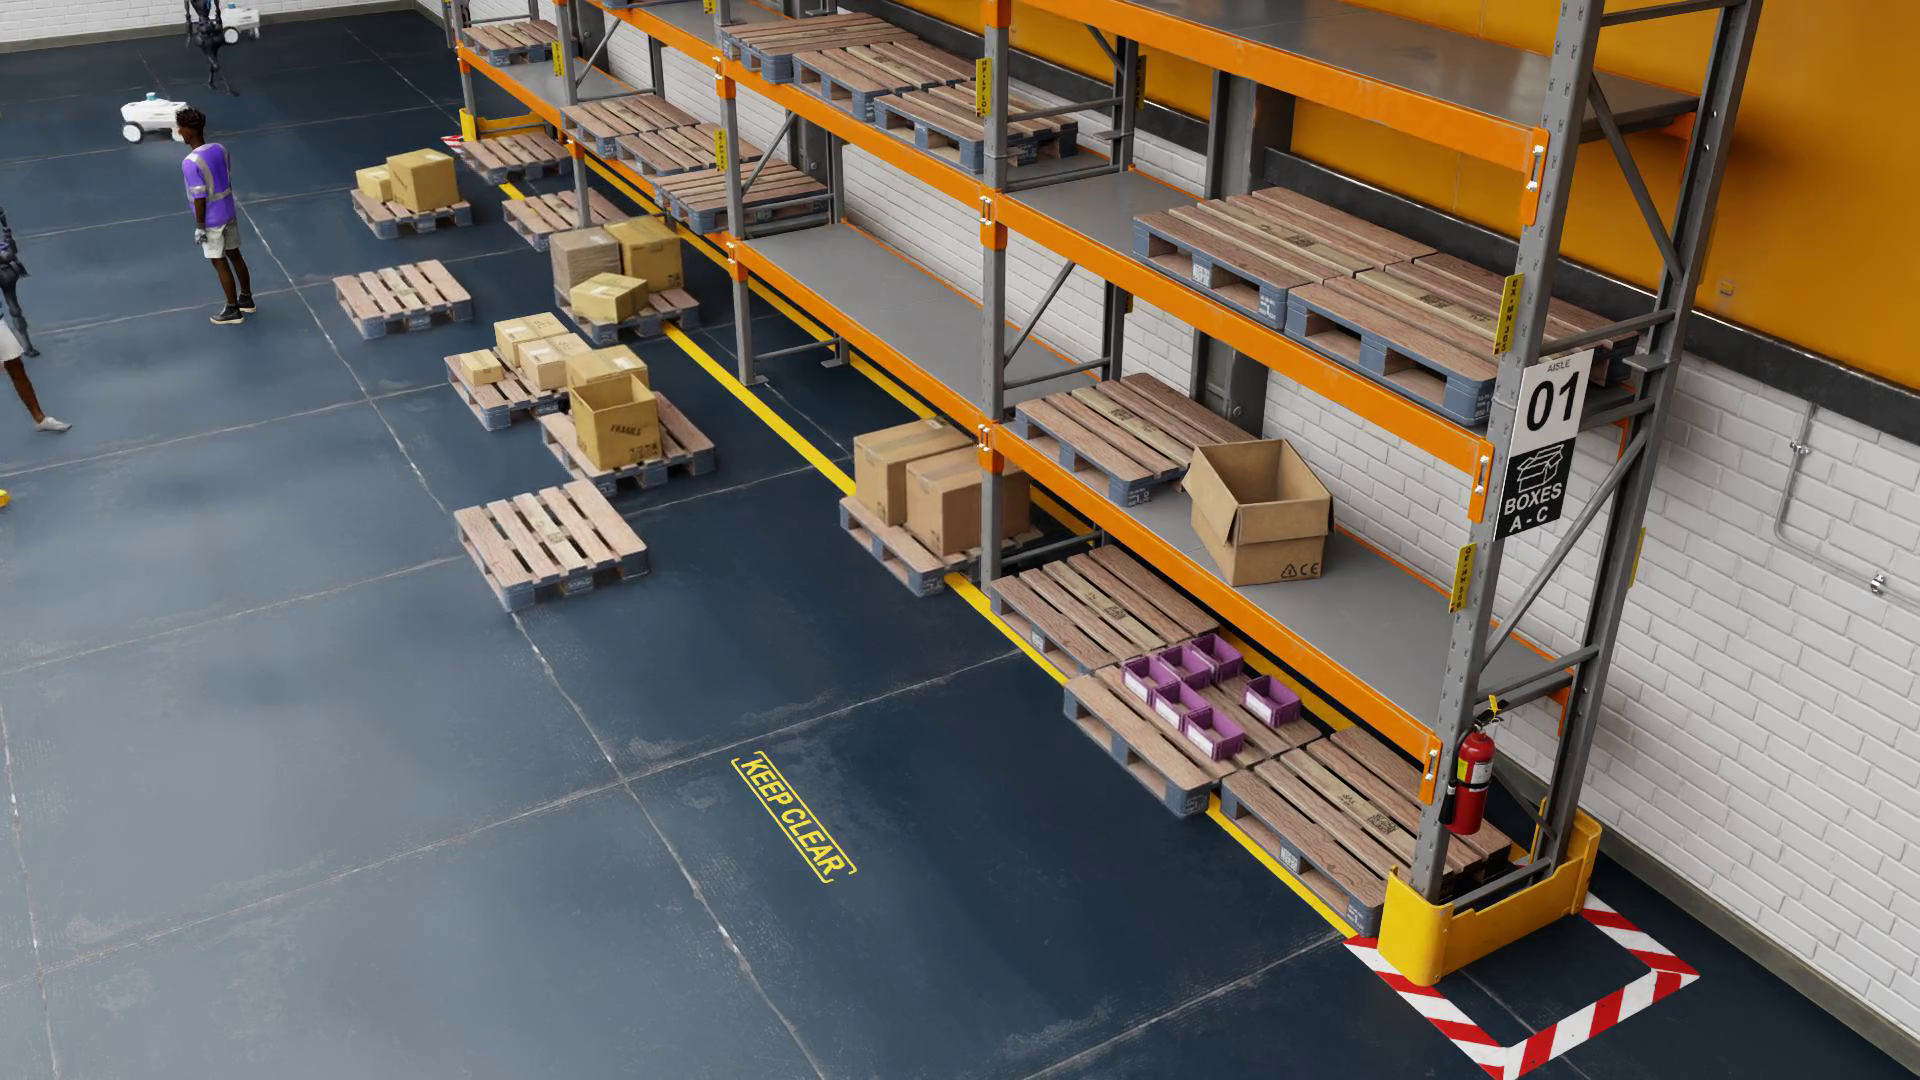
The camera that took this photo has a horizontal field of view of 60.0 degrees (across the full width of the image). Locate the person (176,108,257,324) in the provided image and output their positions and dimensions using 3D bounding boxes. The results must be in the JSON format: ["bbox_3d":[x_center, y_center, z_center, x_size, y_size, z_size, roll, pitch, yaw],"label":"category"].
[{"bbox_3d":[-6.775,-2.939,15.100,0.361,1.964,0.612,3,30,6],"label":"person"}]

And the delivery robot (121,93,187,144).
[{"bbox_3d":[-9.943,-5.221,20.552,0.785,0.589,0.499,-1,30,-1],"label":"delivery robot"}]

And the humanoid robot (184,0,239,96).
[{"bbox_3d":[-10.098,-6.787,22.241,0.811,1.623,0.596,15,33,24],"label":"humanoid robot"}]

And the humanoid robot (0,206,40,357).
[{"bbox_3d":[-8.385,-2.364,14.376,0.395,1.643,0.611,14,32,23],"label":"humanoid robot"}]

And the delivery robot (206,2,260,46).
[{"bbox_3d":[-10.968,-7.788,25.103,0.517,0.605,0.777,22,36,33],"label":"delivery robot"}]

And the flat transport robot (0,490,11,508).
[{"bbox_3d":[-7.489,-0.052,11.724,0.659,0.231,1.431,6,30,10],"label":"flat transport robot"}]

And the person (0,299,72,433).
[{"bbox_3d":[-7.685,-1.675,12.955,0.907,1.891,0.600,9,31,16],"label":"person"}]
